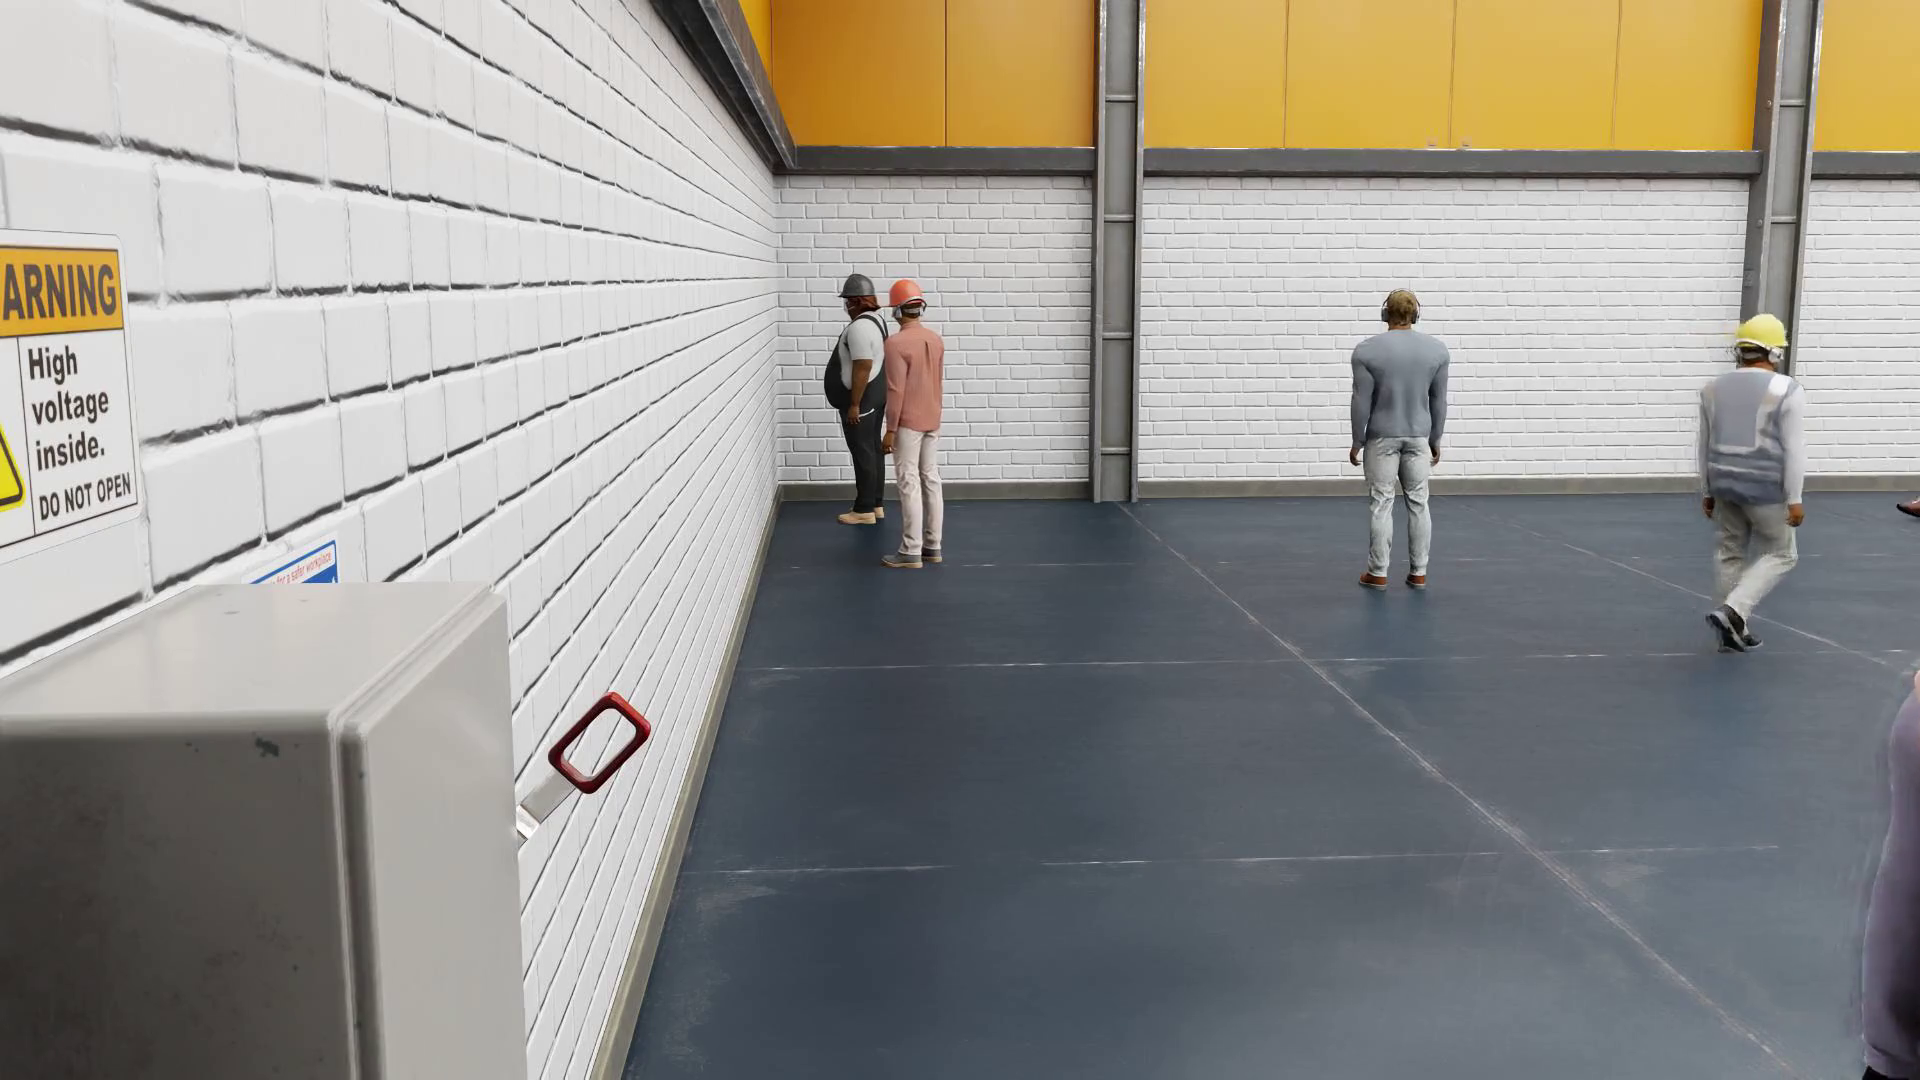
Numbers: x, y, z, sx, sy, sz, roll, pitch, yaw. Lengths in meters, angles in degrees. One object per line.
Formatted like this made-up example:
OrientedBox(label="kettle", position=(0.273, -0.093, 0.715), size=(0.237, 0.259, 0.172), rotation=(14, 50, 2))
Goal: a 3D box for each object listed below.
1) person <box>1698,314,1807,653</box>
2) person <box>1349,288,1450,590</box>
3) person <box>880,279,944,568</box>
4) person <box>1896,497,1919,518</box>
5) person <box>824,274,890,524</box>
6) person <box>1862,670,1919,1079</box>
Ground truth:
OrientedBox(label="person", position=(4.153, -0.275, 8.769), size=(0.463, 1.818, 0.615), rotation=(-5, 10, -29))
OrientedBox(label="person", position=(2.804, -0.638, 10.687), size=(0.629, 1.940, 0.378), rotation=(0, 9, -1))
OrientedBox(label="person", position=(-0.342, -0.802, 11.547), size=(0.392, 1.991, 0.612), rotation=(6, 11, 34))
OrientedBox(label="person", position=(8.259, -1.054, 13.574), size=(0.983, 1.850, 0.649), rotation=(-2, 9, -10))
OrientedBox(label="person", position=(-0.845, -1.157, 13.622), size=(0.537, 2.000, 0.689), rotation=(2, 9, 11))
OrientedBox(label="person", position=(1.496, 0.779, 2.199), size=(0.724, 1.814, 0.660), rotation=(-6, 11, -35))
